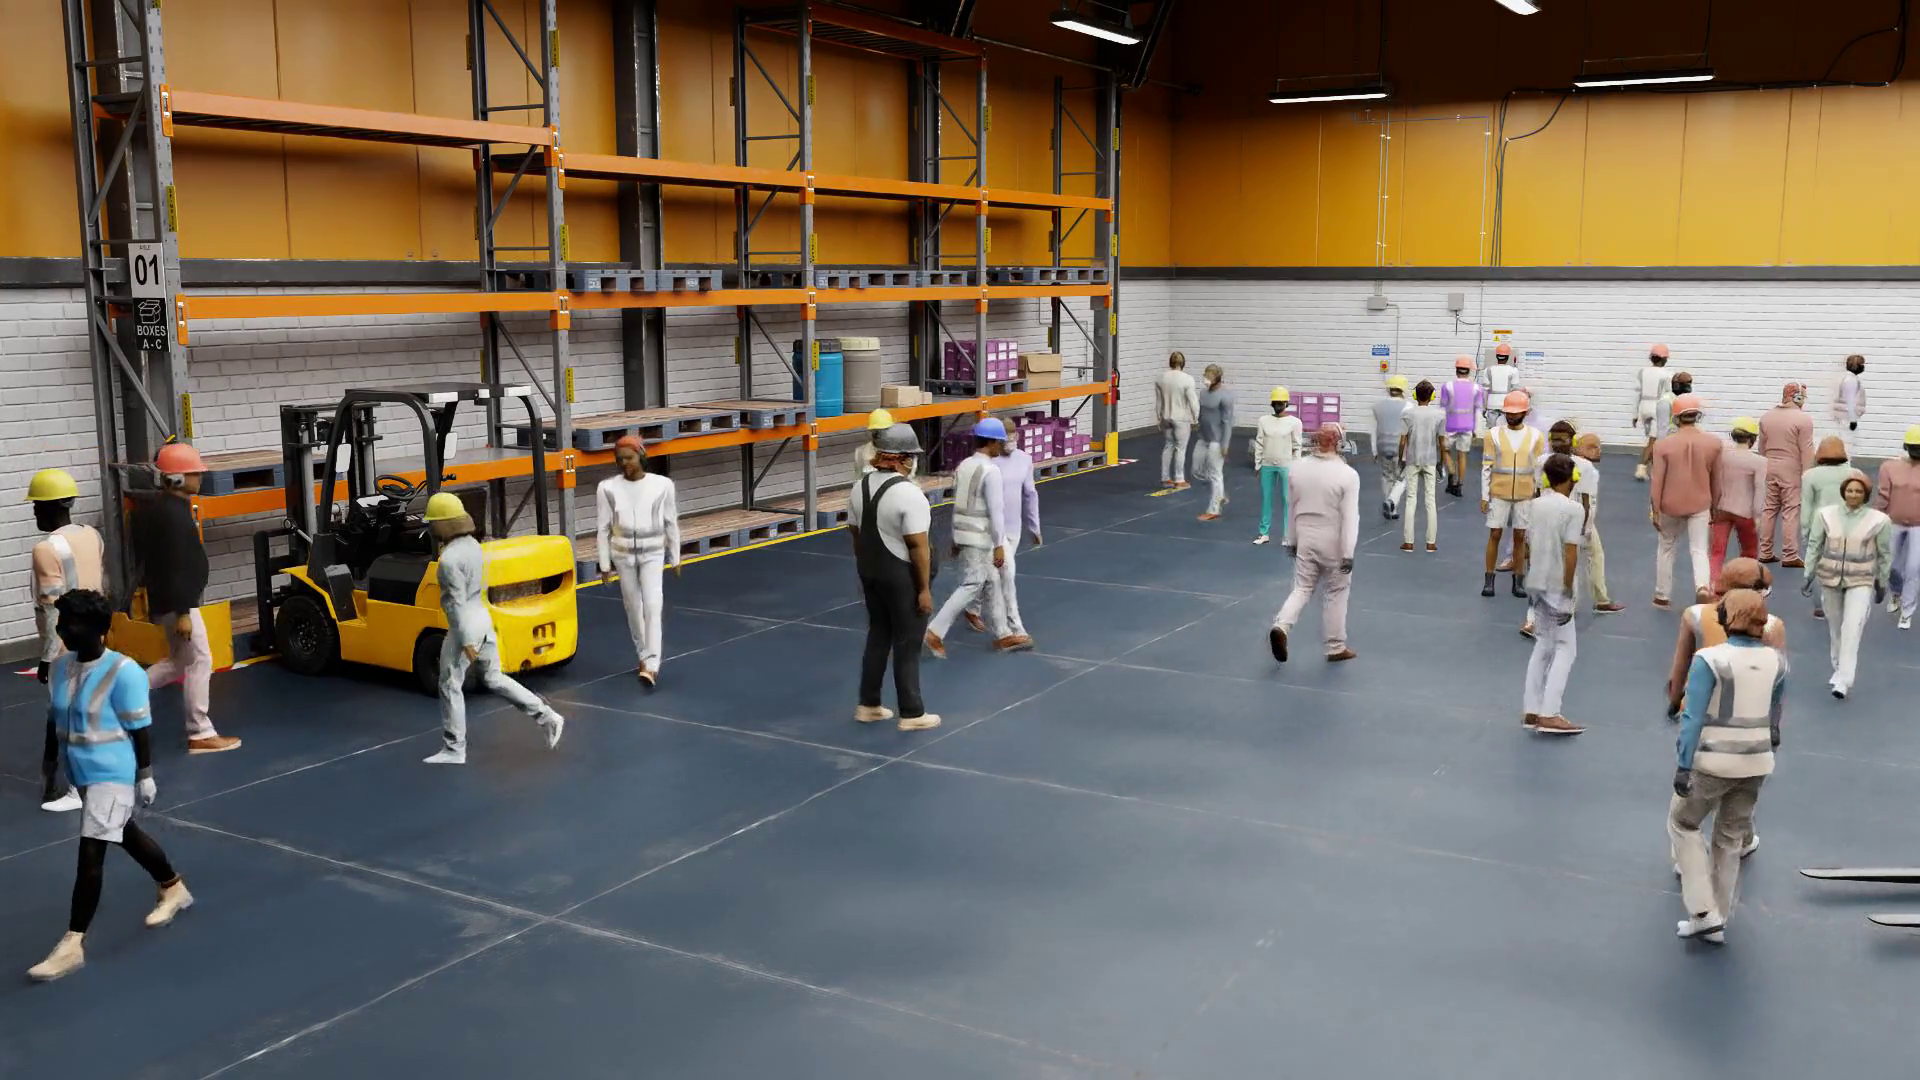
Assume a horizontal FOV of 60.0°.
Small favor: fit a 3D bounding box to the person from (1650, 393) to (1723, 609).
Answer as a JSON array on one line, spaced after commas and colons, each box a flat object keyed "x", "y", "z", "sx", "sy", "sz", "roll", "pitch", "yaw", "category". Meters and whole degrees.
[{"x": 6.376, "y": -0.301, "z": 14.587, "sx": 0.619, "sy": 1.968, "sz": 0.882, "roll": 2, "pitch": 9, "yaw": 11, "category": "person"}]

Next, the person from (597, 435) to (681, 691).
[{"x": -2.344, "y": 0.167, "z": 12.078, "sx": 0.589, "sy": 1.833, "sz": 0.979, "roll": -1, "pitch": 9, "yaw": -4, "category": "person"}]

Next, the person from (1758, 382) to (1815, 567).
[{"x": 8.521, "y": -0.672, "z": 17.113, "sx": 0.406, "sy": 1.902, "sz": 0.638, "roll": -4, "pitch": 10, "yaw": -21, "category": "person"}]

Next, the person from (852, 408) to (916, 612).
[{"x": -0.667, "y": -0.281, "z": 14.920, "sx": 0.592, "sy": 1.822, "sz": 0.549, "roll": 2, "pitch": 9, "yaw": 12, "category": "person"}]

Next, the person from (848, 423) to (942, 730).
[{"x": -0.396, "y": 0.234, "z": 11.017, "sx": 0.553, "sy": 2.000, "sz": 0.696, "roll": -7, "pitch": 12, "yaw": -39, "category": "person"}]

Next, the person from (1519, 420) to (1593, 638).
[{"x": 4.973, "y": -0.099, "z": 13.839, "sx": 0.520, "sy": 1.814, "sz": 1.011, "roll": 7, "pitch": 11, "yaw": 37, "category": "person"}]

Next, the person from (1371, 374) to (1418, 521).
[{"x": 5.205, "y": -1.089, "z": 20.001, "sx": 0.590, "sy": 1.814, "sz": 0.610, "roll": 6, "pitch": 11, "yaw": 35, "category": "person"}]

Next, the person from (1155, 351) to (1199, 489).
[{"x": 3.035, "y": -1.665, "z": 23.217, "sx": 0.428, "sy": 1.935, "sz": 0.643, "roll": -9, "pitch": 13, "yaw": -43, "category": "person"}]

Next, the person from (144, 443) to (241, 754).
[{"x": -4.962, "y": 0.383, "z": 10.321, "sx": 0.719, "sy": 1.975, "sz": 0.630, "roll": -5, "pitch": 10, "yaw": -29, "category": "person"}]

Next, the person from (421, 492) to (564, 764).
[{"x": -2.891, "y": 0.550, "z": 10.128, "sx": 0.792, "sy": 1.710, "sz": 0.504, "roll": 1, "pitch": 9, "yaw": 7, "category": "person"}]

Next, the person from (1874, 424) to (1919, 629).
[{"x": 8.103, "y": -0.132, "z": 14.188, "sx": 0.535, "sy": 1.749, "sz": 0.512, "roll": 7, "pitch": 12, "yaw": 38, "category": "person"}]

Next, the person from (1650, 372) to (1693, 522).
[{"x": 8.646, "y": -1.115, "z": 20.107, "sx": 0.625, "sy": 1.835, "sz": 0.432, "roll": -6, "pitch": 11, "yaw": -33, "category": "person"}]

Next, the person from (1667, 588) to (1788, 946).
[{"x": 3.414, "y": 1.017, "z": 7.439, "sx": 0.577, "sy": 1.615, "sz": 0.355, "roll": -3, "pitch": 10, "yaw": -17, "category": "person"}]

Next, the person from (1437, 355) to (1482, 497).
[{"x": 6.728, "y": -1.539, "z": 22.467, "sx": 0.569, "sy": 1.914, "sz": 0.410, "roll": 0, "pitch": 9, "yaw": 2, "category": "person"}]

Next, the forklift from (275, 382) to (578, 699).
[{"x": -3.974, "y": -0.067, "z": 12.417, "sx": 2.313, "sy": 2.155, "sz": 1.214, "roll": 5, "pitch": 11, "yaw": 30, "category": "forklift"}]

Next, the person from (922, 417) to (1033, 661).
[{"x": 0.088, "y": -0.007, "z": 13.011, "sx": 0.961, "sy": 1.902, "sz": 0.646, "roll": -4, "pitch": 10, "yaw": -22, "category": "person"}]

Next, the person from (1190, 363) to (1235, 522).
[{"x": 3.062, "y": -1.178, "z": 20.171, "sx": 0.443, "sy": 1.929, "sz": 0.649, "roll": -4, "pitch": 10, "yaw": -26, "category": "person"}]

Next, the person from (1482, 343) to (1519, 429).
[{"x": 8.330, "y": -2.057, "z": 25.635, "sx": 0.543, "sy": 1.939, "sz": 0.360, "roll": 5, "pitch": 10, "yaw": 26, "category": "person"}]

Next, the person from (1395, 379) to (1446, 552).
[{"x": 4.988, "y": -0.799, "z": 17.998, "sx": 0.532, "sy": 1.868, "sz": 0.310, "roll": 1, "pitch": 9, "yaw": 8, "category": "person"}]

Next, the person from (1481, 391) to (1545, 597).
[{"x": 5.128, "y": -0.423, "z": 15.450, "sx": 0.548, "sy": 1.932, "sz": 0.377, "roll": 2, "pitch": 9, "yaw": 13, "category": "person"}]

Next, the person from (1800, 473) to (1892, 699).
[{"x": 6.338, "y": 0.315, "z": 11.913, "sx": 0.519, "sy": 1.591, "sz": 0.870, "roll": 8, "pitch": 12, "yaw": 42, "category": "person"}]

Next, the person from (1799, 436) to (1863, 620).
[{"x": 7.505, "y": -0.087, "z": 14.327, "sx": 0.525, "sy": 1.612, "sz": 0.498, "roll": 3, "pitch": 10, "yaw": 20, "category": "person"}]

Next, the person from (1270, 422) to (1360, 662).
[{"x": 2.745, "y": 0.036, "z": 12.753, "sx": 0.762, "sy": 1.889, "sz": 0.647, "roll": -9, "pitch": 13, "yaw": -43, "category": "person"}]

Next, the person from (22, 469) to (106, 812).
[{"x": -5.014, "y": 0.558, "z": 9.343, "sx": 0.370, "sy": 1.925, "sz": 0.595, "roll": 0, "pitch": 9, "yaw": -2, "category": "person"}]

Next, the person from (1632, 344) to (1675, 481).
[{"x": 10.124, "y": -1.858, "z": 24.233, "sx": 1.020, "sy": 1.997, "sz": 0.624, "roll": -6, "pitch": 11, "yaw": -34, "category": "person"}]

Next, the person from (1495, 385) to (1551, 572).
[{"x": 5.722, "y": -0.639, "z": 16.938, "sx": 0.718, "sy": 1.890, "sz": 0.653, "roll": -6, "pitch": 11, "yaw": -35, "category": "person"}]

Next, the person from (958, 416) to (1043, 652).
[{"x": 0.277, "y": -0.088, "z": 13.558, "sx": 0.655, "sy": 1.891, "sz": 1.048, "roll": -8, "pitch": 12, "yaw": -40, "category": "person"}]

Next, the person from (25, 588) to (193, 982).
[{"x": -3.790, "y": 1.014, "z": 7.362, "sx": 0.542, "sy": 1.652, "sz": 0.881, "roll": 5, "pitch": 10, "yaw": 26, "category": "person"}]

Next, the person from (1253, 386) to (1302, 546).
[{"x": 3.513, "y": -0.815, "z": 18.410, "sx": 0.525, "sy": 1.772, "sz": 0.304, "roll": 5, "pitch": 10, "yaw": 27, "category": "person"}]

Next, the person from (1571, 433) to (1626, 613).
[{"x": 5.559, "y": -0.141, "z": 14.692, "sx": 0.757, "sy": 1.600, "sz": 0.521, "roll": -2, "pitch": 9, "yaw": -10, "category": "person"}]

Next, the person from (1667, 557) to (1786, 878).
[{"x": 3.847, "y": 0.876, "z": 8.363, "sx": 0.585, "sy": 1.598, "sz": 0.807, "roll": 7, "pitch": 12, "yaw": 39, "category": "person"}]

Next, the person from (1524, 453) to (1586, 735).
[{"x": 3.914, "y": 0.346, "z": 10.976, "sx": 0.460, "sy": 1.830, "sz": 0.593, "roll": -4, "pitch": 10, "yaw": -21, "category": "person"}]

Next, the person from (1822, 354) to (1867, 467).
[{"x": 13.016, "y": -1.800, "z": 24.365, "sx": 0.445, "sy": 1.831, "sz": 0.651, "roll": 3, "pitch": 10, "yaw": 18, "category": "person"}]

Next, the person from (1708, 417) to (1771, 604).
[{"x": 7.000, "y": -0.238, "z": 14.918, "sx": 0.893, "sy": 1.722, "sz": 0.542, "roll": -8, "pitch": 12, "yaw": -40, "category": "person"}]
